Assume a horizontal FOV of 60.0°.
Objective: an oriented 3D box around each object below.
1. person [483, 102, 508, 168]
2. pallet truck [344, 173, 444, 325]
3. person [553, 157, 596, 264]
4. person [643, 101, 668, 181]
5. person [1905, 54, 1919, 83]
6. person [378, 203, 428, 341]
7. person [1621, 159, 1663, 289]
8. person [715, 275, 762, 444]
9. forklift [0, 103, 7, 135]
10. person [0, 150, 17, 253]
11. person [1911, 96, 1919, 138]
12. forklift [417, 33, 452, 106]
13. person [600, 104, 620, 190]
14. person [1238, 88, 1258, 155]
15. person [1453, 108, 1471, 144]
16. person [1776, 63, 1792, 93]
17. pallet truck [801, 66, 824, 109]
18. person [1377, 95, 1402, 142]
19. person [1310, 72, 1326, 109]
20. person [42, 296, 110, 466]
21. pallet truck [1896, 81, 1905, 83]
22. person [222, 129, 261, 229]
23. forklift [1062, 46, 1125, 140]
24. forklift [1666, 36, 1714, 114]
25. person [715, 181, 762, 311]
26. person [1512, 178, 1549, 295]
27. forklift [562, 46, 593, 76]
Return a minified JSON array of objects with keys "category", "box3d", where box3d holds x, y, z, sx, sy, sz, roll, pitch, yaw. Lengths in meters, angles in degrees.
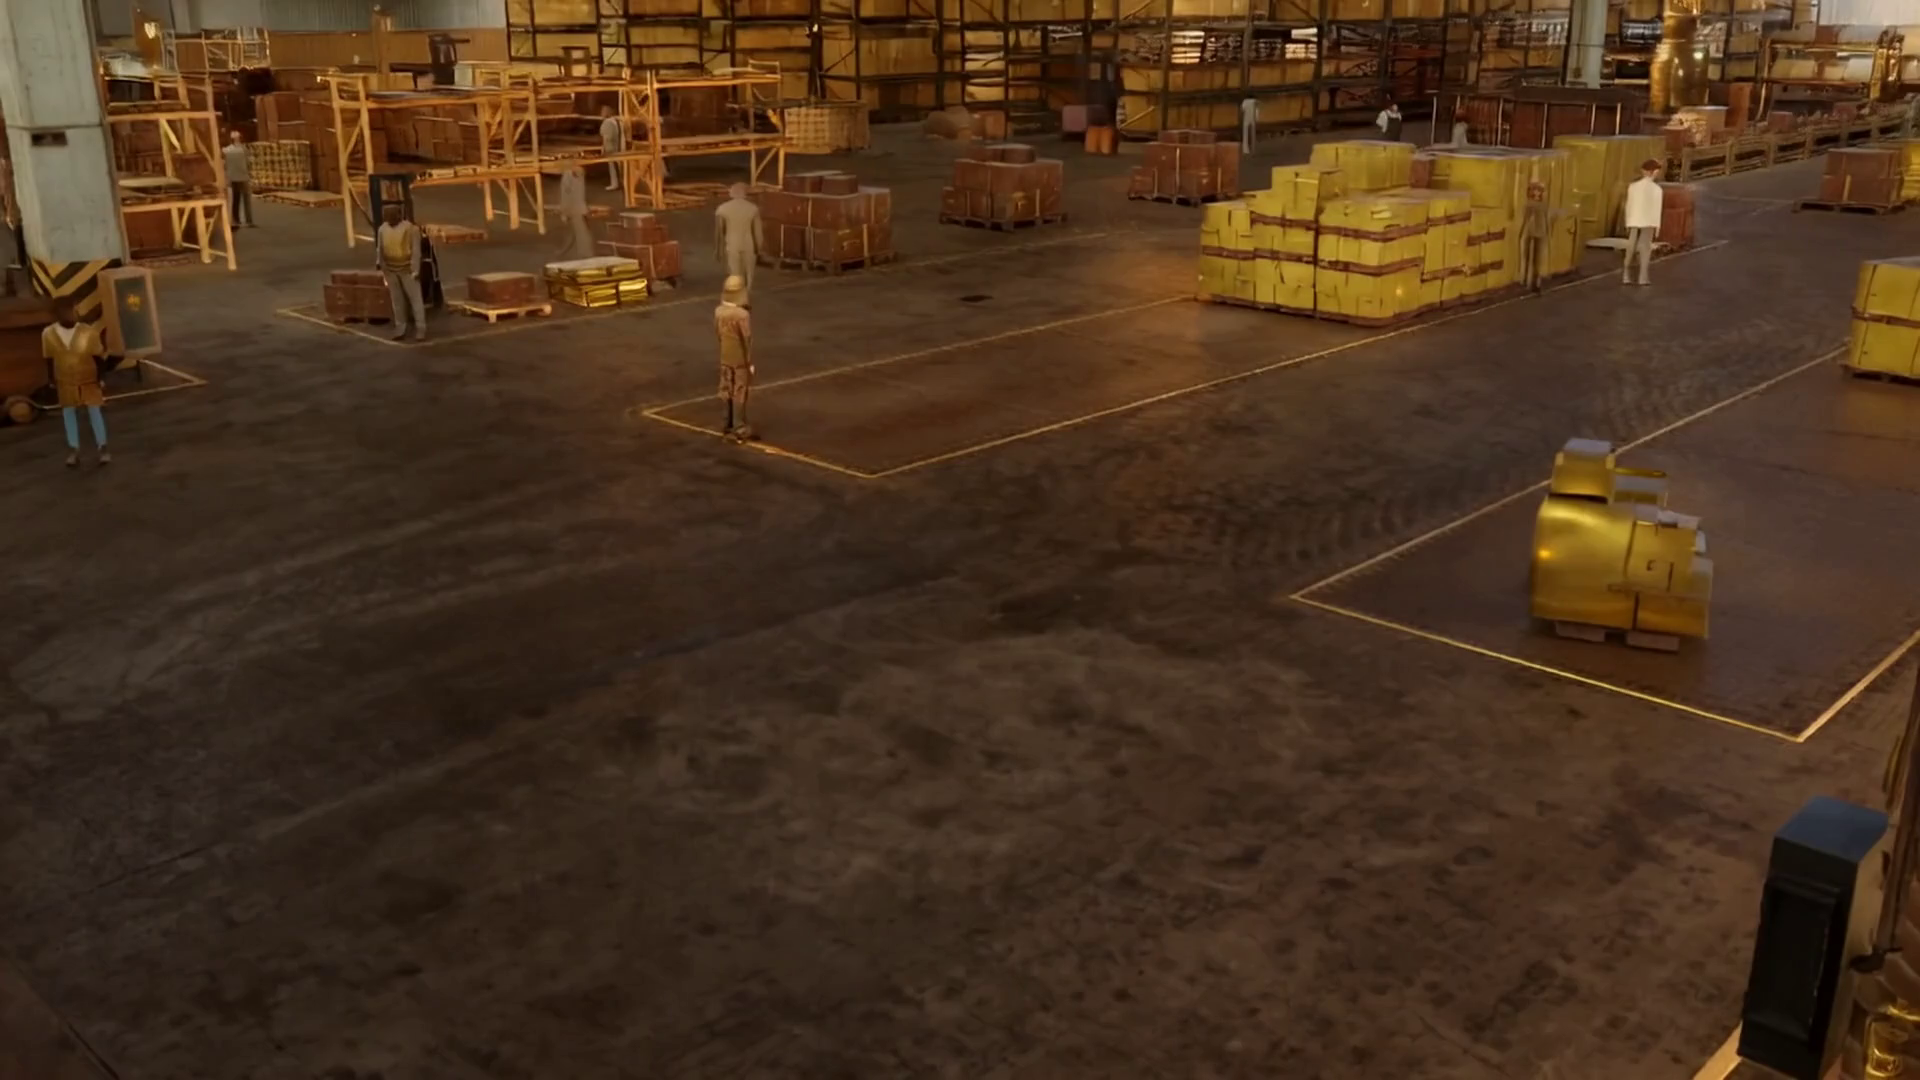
[{"category":"person","box3d":[-11.541,-9.993,41.405,0.590,1.912,0.398,0,18,-1]},{"category":"pallet truck","box3d":[-8.209,-4.181,23.757,0.823,1.965,1.885,3,19,9]},{"category":"person","box3d":[-6.409,-5.395,27.600,1.048,1.896,0.635,5,19,16]},{"category":"person","box3d":[-7.472,-9.744,40.656,0.601,1.903,0.692,-8,20,-23]},{"category":"person","box3d":[38.322,-18.536,67.016,0.392,1.991,0.613,-6,19,-18]},{"category":"person","box3d":[-7.447,-3.560,22.160,0.621,1.836,0.431,4,19,13]},{"category":"person","box3d":[10.708,-4.950,26.074,0.375,1.997,0.610,-13,22,-35]},{"category":"person","box3d":[-2.300,-1.868,17.198,0.489,1.734,0.331,14,23,36]},{"category":"forklift","box3d":[-29.010,-14.010,51.991,1.129,2.768,1.873,15,24,38]},{"category":"person","box3d":[-16.813,-6.042,29.697,0.510,1.801,0.957,-2,18,-6]},{"category":"person","box3d":[28.375,-12.489,49.077,0.604,1.810,0.614,17,25,41]},{"category":"forklift","box3d":[-20.513,-18.593,65.801,1.873,2.768,1.129,10,21,27]},{"category":"person","box3d":[-8.190,-9.173,38.846,0.364,1.964,0.612,2,18,6]},{"category":"person","box3d":[8.215,-11.871,47.194,0.678,1.837,0.343,-10,21,-28]},{"category":"person","box3d":[11.480,-8.956,38.273,0.390,1.922,0.549,-4,19,-13]},{"category":"person","box3d":[33.152,-18.458,66.866,0.627,1.940,0.373,8,20,24]},{"category":"pallet truck","box3d":[-4.812,-15.182,56.903,0.823,1.965,1.885,-9,21,-26]},{"category":"person","box3d":[10.649,-9.951,41.074,0.696,2.000,0.663,-6,19,-16]},{"category":"person","box3d":[13.317,-16.758,61.919,0.633,1.815,0.717,1,18,3]},{"category":"person","box3d":[-8.691,-1.569,16.366,0.532,1.693,0.319,-5,19,-15]},{"category":"pallet truck","box3d":[34.802,-16.331,61.455,0.653,1.274,1.630,17,25,41]},{"category":"person","box3d":[-14.091,-7.053,32.538,0.586,1.917,0.380,8,20,22]},{"category":"forklift","box3d":[4.154,-13.900,51.660,1.129,2.768,1.873,17,25,41]},{"category":"forklift","box3d":[27.341,-17.291,61.877,1.129,2.768,1.873,17,25,41]},{"category":"person","box3d":[-3.204,-4.201,23.944,0.653,1.913,0.810,-5,19,-14]},{"category":"person","box3d":[8.790,-4.665,25.592,0.524,1.760,0.326,-11,21,-30]},{"category":"forklift","box3d":[-11.780,-13.891,51.633,1.873,2.768,1.129,17,25,41]}]
